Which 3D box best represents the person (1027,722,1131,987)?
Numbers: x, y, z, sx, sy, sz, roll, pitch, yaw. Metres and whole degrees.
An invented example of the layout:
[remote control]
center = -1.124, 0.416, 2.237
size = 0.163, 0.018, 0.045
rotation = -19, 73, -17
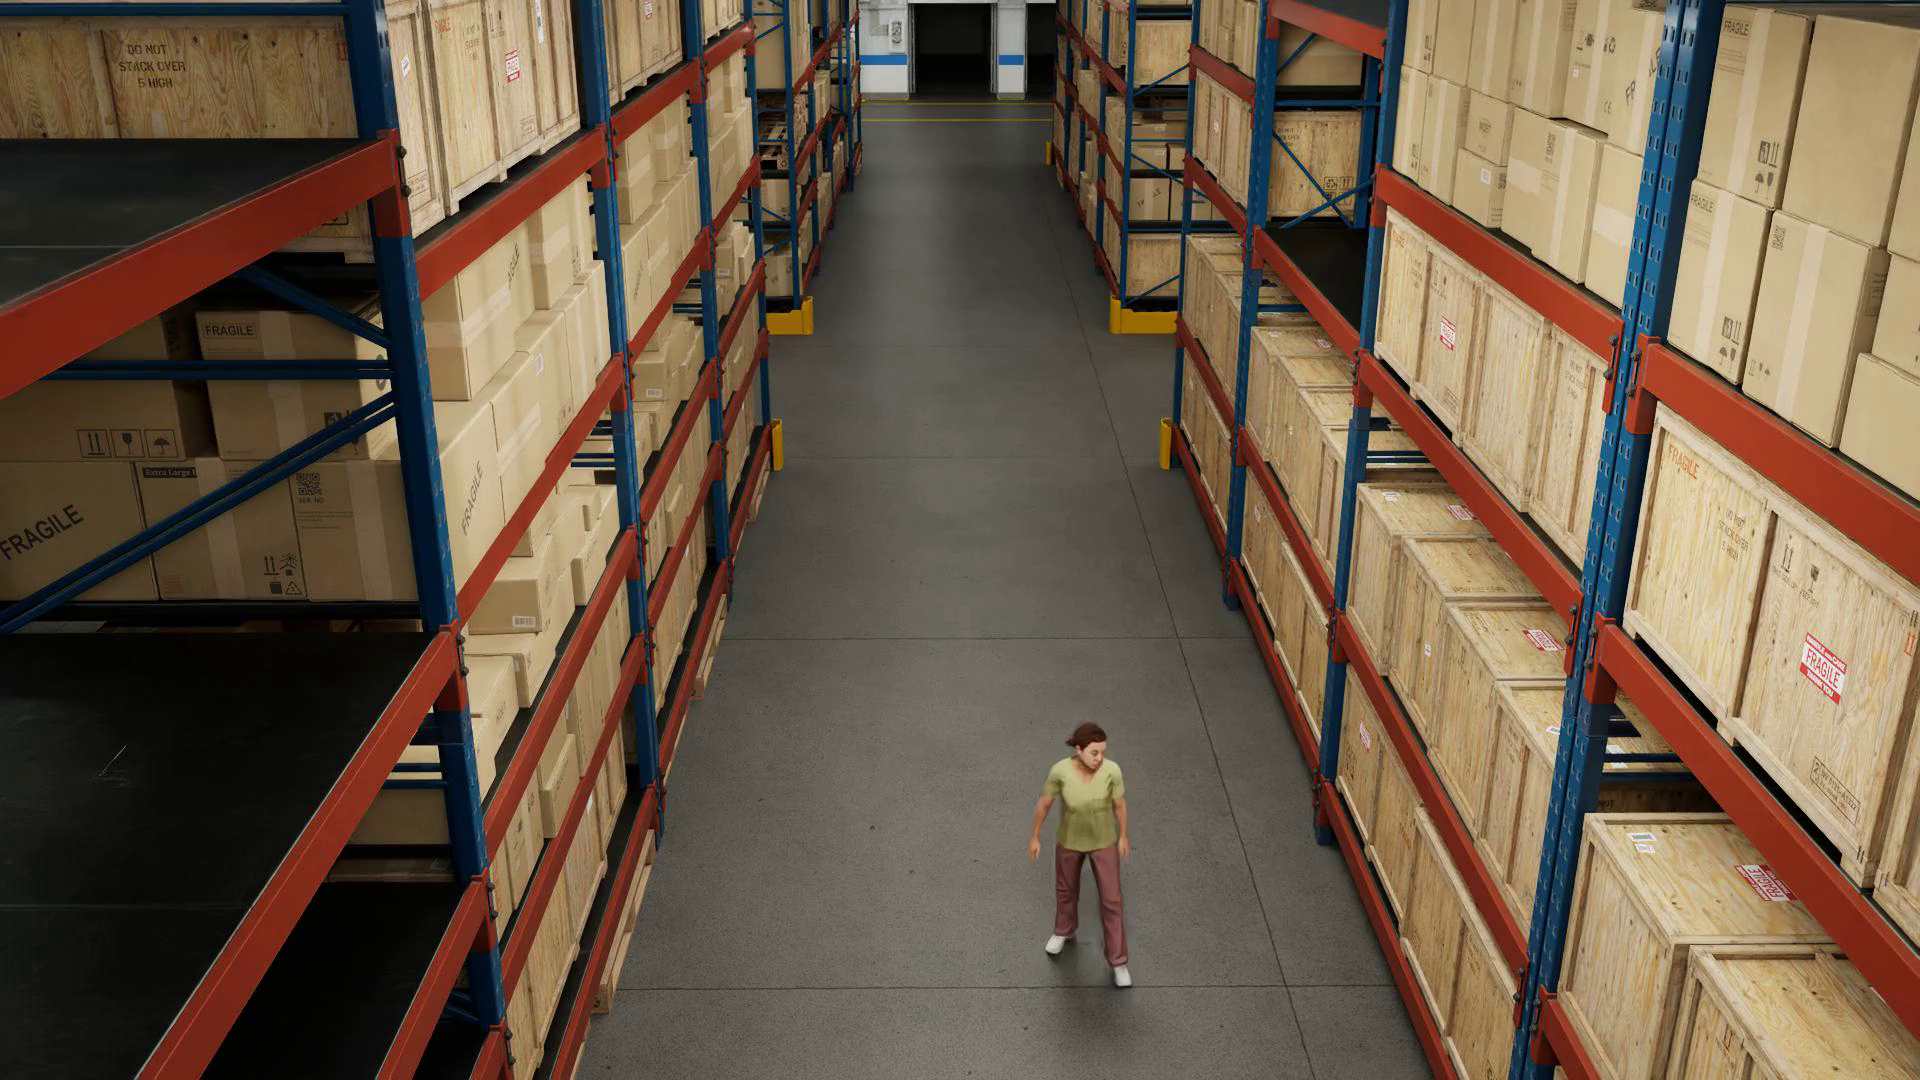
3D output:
[person]
center = 0.738, 1.829, 9.987
size = 0.663, 1.655, 0.604
rotation = 3, 22, 8
